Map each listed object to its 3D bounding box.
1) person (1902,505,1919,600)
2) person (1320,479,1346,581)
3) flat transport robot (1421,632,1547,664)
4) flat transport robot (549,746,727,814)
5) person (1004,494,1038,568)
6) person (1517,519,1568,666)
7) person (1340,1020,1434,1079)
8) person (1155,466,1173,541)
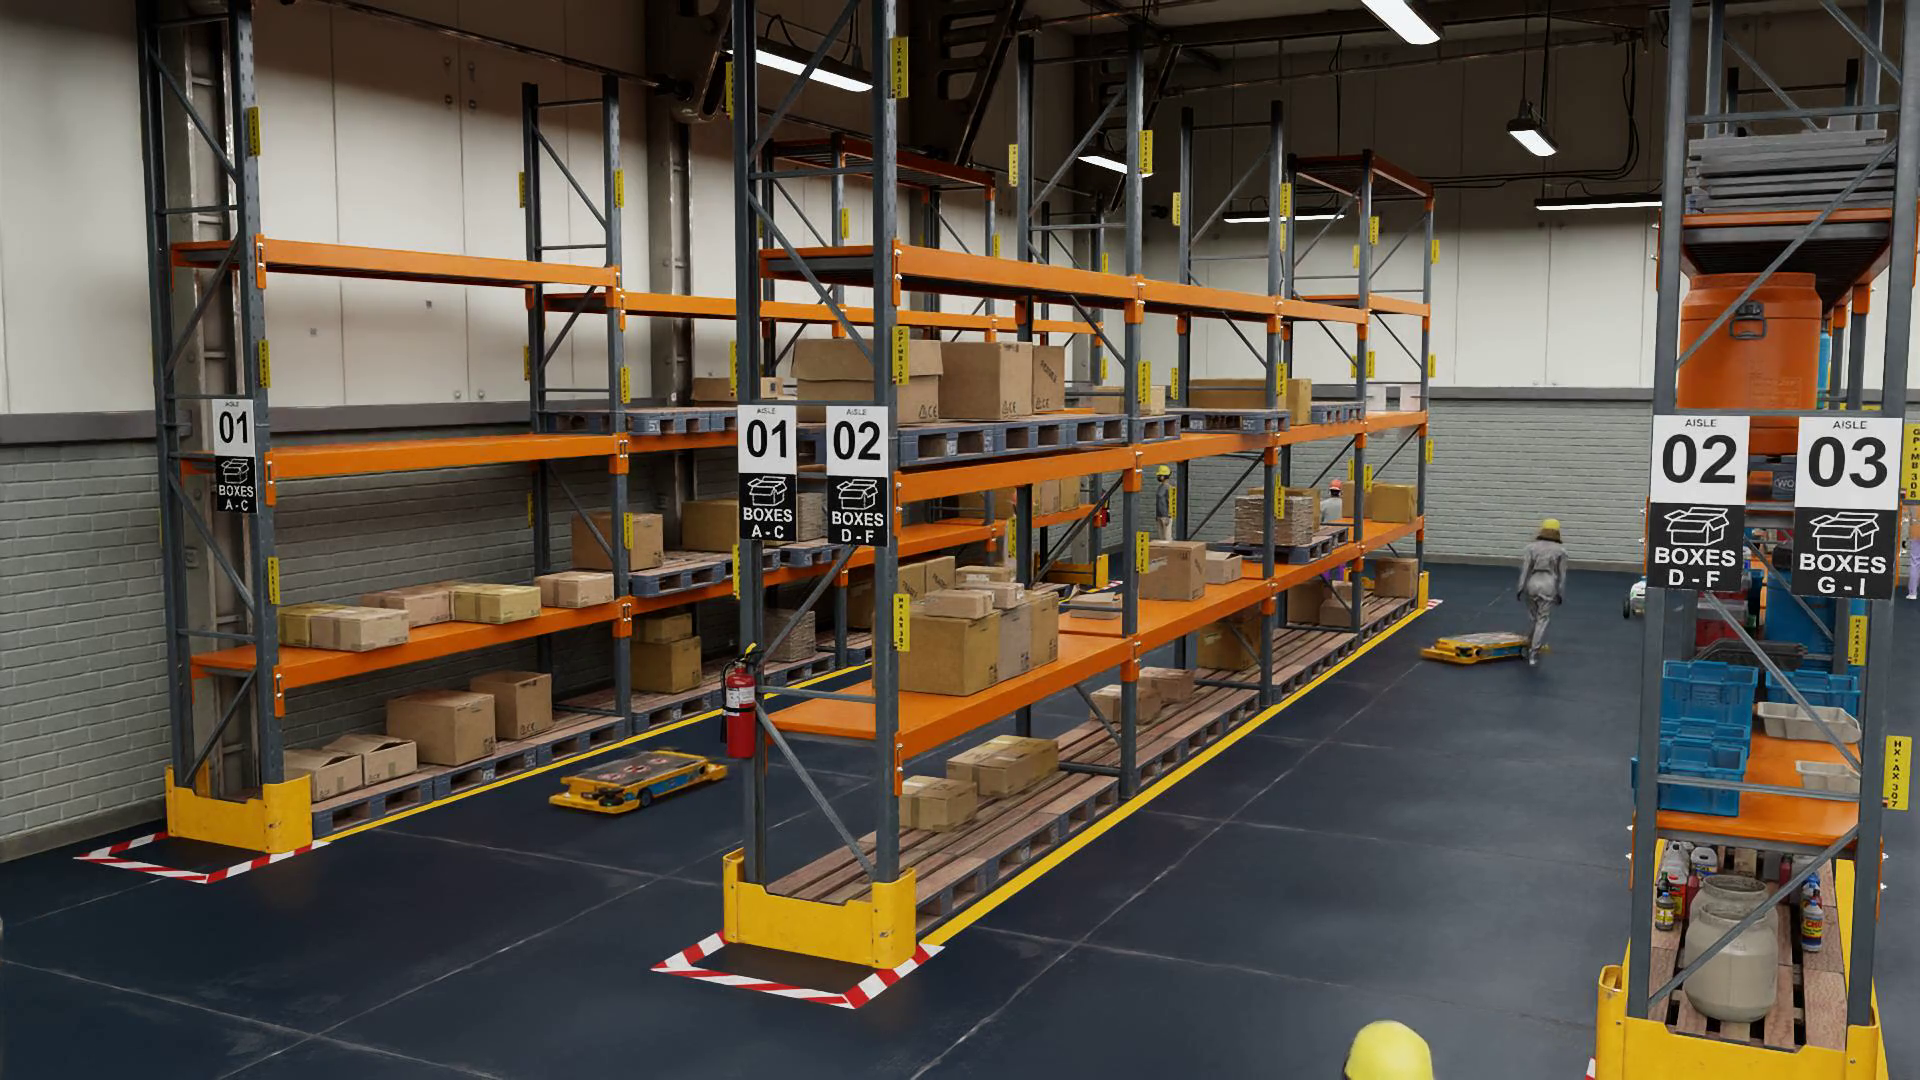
[{"bbox_3d":[14.261,-0.052,24.591,0.585,1.917,0.381,3,7,27],"label":"person"},{"bbox_3d":[5.714,-0.052,25.370,0.573,1.750,0.330,1,6,11],"label":"person"},{"bbox_3d":[6.215,1.266,19.692,1.431,0.197,0.652,-4,7,-32],"label":"flat transport robot"},{"bbox_3d":[-2.565,1.915,13.371,0.652,0.197,1.431,3,7,29],"label":"flat transport robot"},{"bbox_3d":[0.728,0.394,19.903,0.398,1.990,0.622,-1,6,-9],"label":"person"},{"bbox_3d":[6.780,0.603,19.355,0.525,1.683,0.921,5,7,38],"label":"person"},{"bbox_3d":[1.092,2.105,4.355,0.525,1.767,0.320,-3,6,-25],"label":"person"},{"bbox_3d":[3.515,-0.404,28.740,0.308,1.769,0.525,-2,6,-17],"label":"person"}]
